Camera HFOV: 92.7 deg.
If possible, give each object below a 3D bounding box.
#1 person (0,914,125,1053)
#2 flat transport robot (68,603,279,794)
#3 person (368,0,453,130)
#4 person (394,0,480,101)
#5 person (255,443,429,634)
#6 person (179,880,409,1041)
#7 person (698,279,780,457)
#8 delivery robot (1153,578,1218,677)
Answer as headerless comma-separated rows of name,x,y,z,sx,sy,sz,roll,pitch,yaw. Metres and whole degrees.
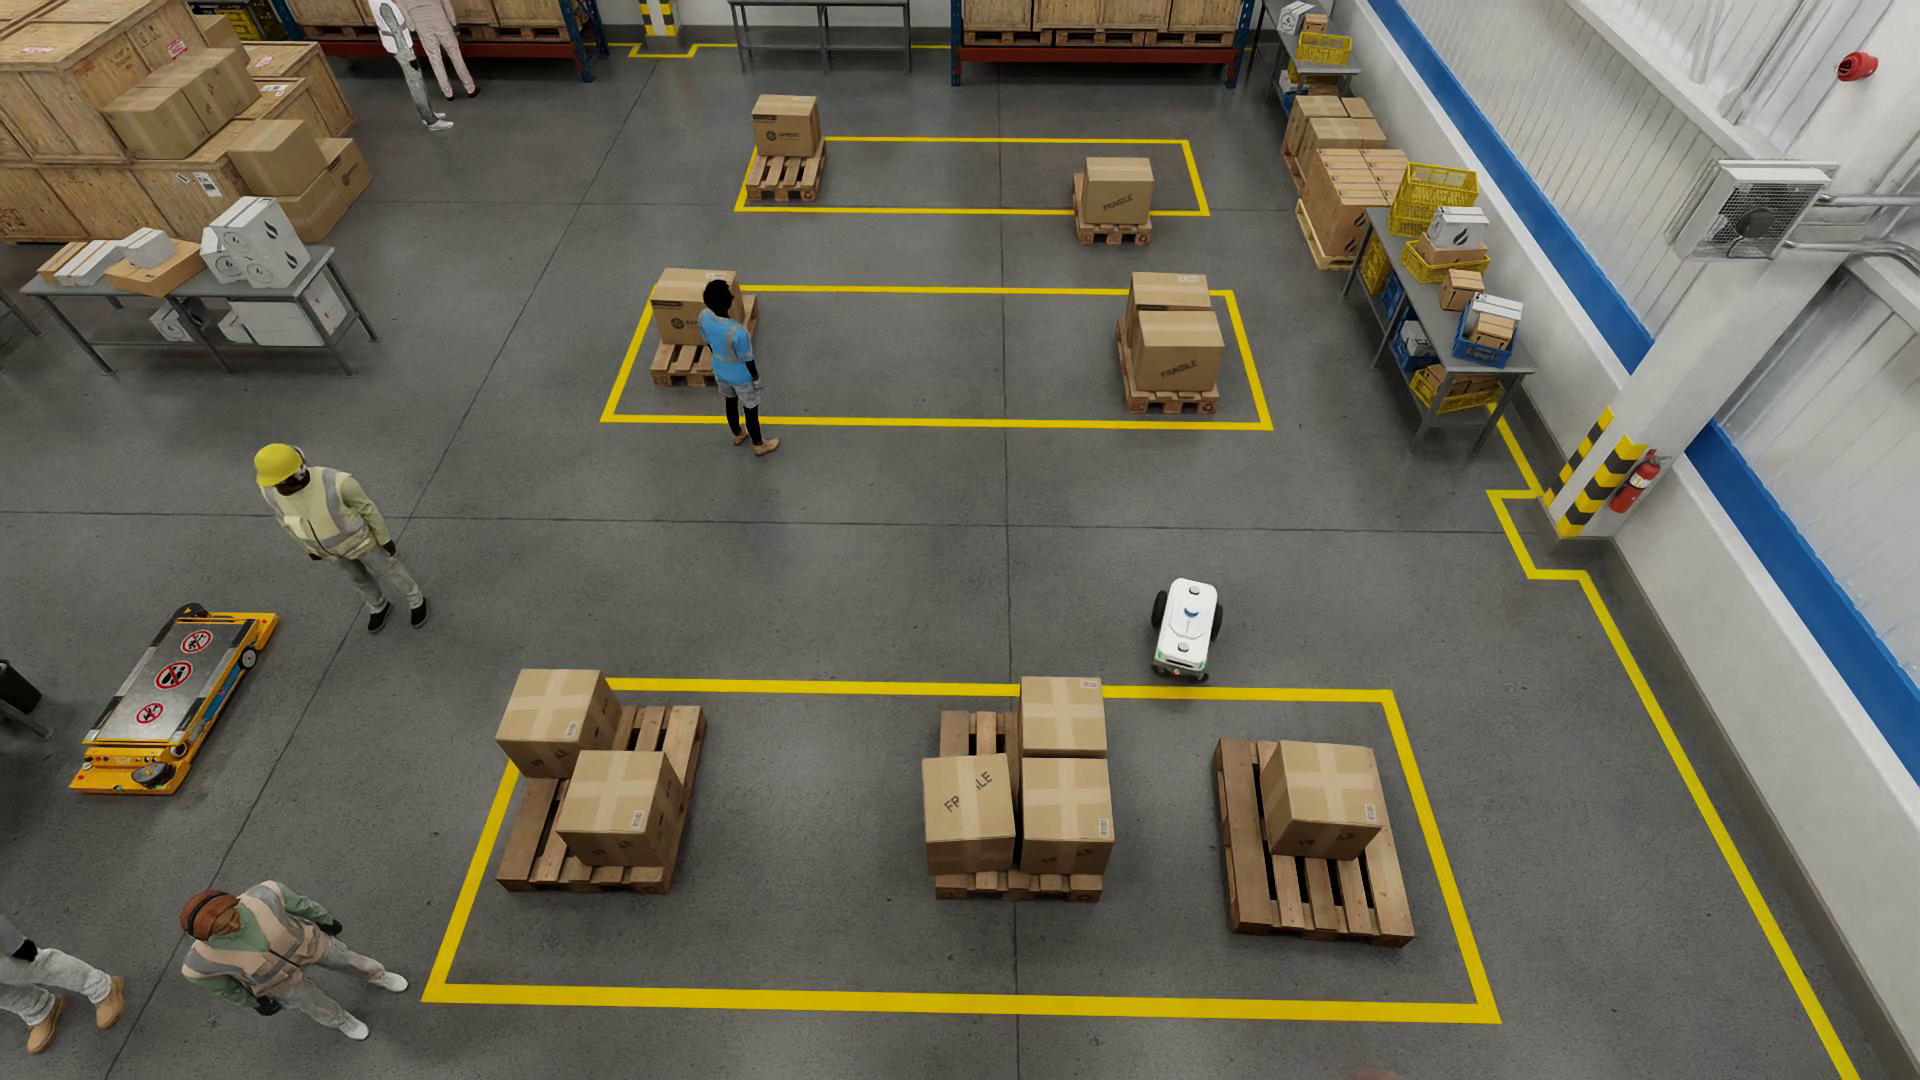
person,-5.009,2.105,4.551,0.639,1.846,0.429,-15,51,-13
flat transport robot,-5.504,1.072,6.442,0.652,0.197,1.431,1,50,1
person,-6.991,-6.159,11.489,0.376,1.917,0.600,-29,56,-22
person,-6.935,-6.799,12.038,0.651,1.907,0.409,-13,51,-11
person,-4.255,0.006,6.329,0.595,1.828,0.403,-5,50,-4
person,-3.395,2.136,4.657,0.313,1.634,0.514,19,52,15
person,-1.857,-1.406,7.610,0.539,1.696,0.318,29,56,22
delivery robot,1.625,0.623,6.578,0.477,0.478,0.707,14,51,12
